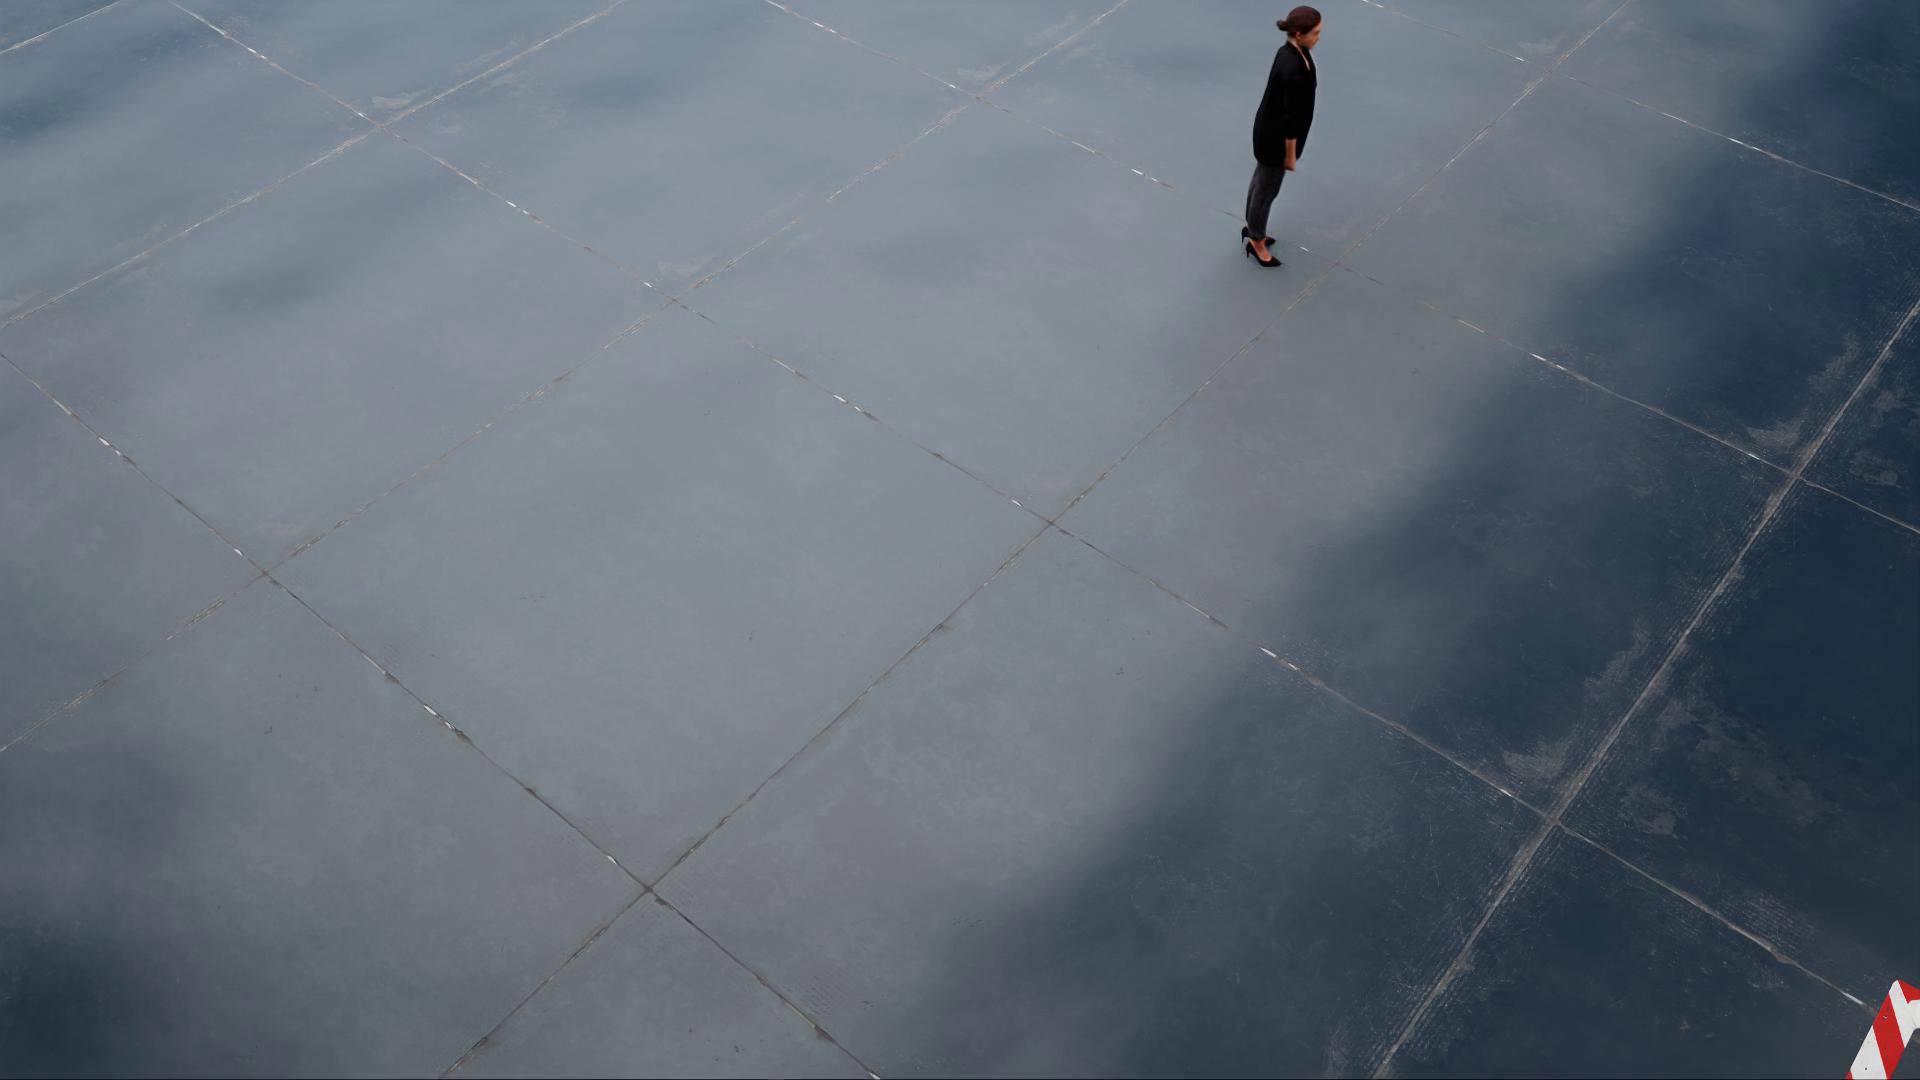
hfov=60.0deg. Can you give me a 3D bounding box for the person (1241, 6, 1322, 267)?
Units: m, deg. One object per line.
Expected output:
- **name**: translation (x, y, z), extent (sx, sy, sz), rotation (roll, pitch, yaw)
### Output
- **person**: translation (1.941, -2.466, 10.173), extent (0.760, 1.721, 0.734), rotation (4, 47, 3)
